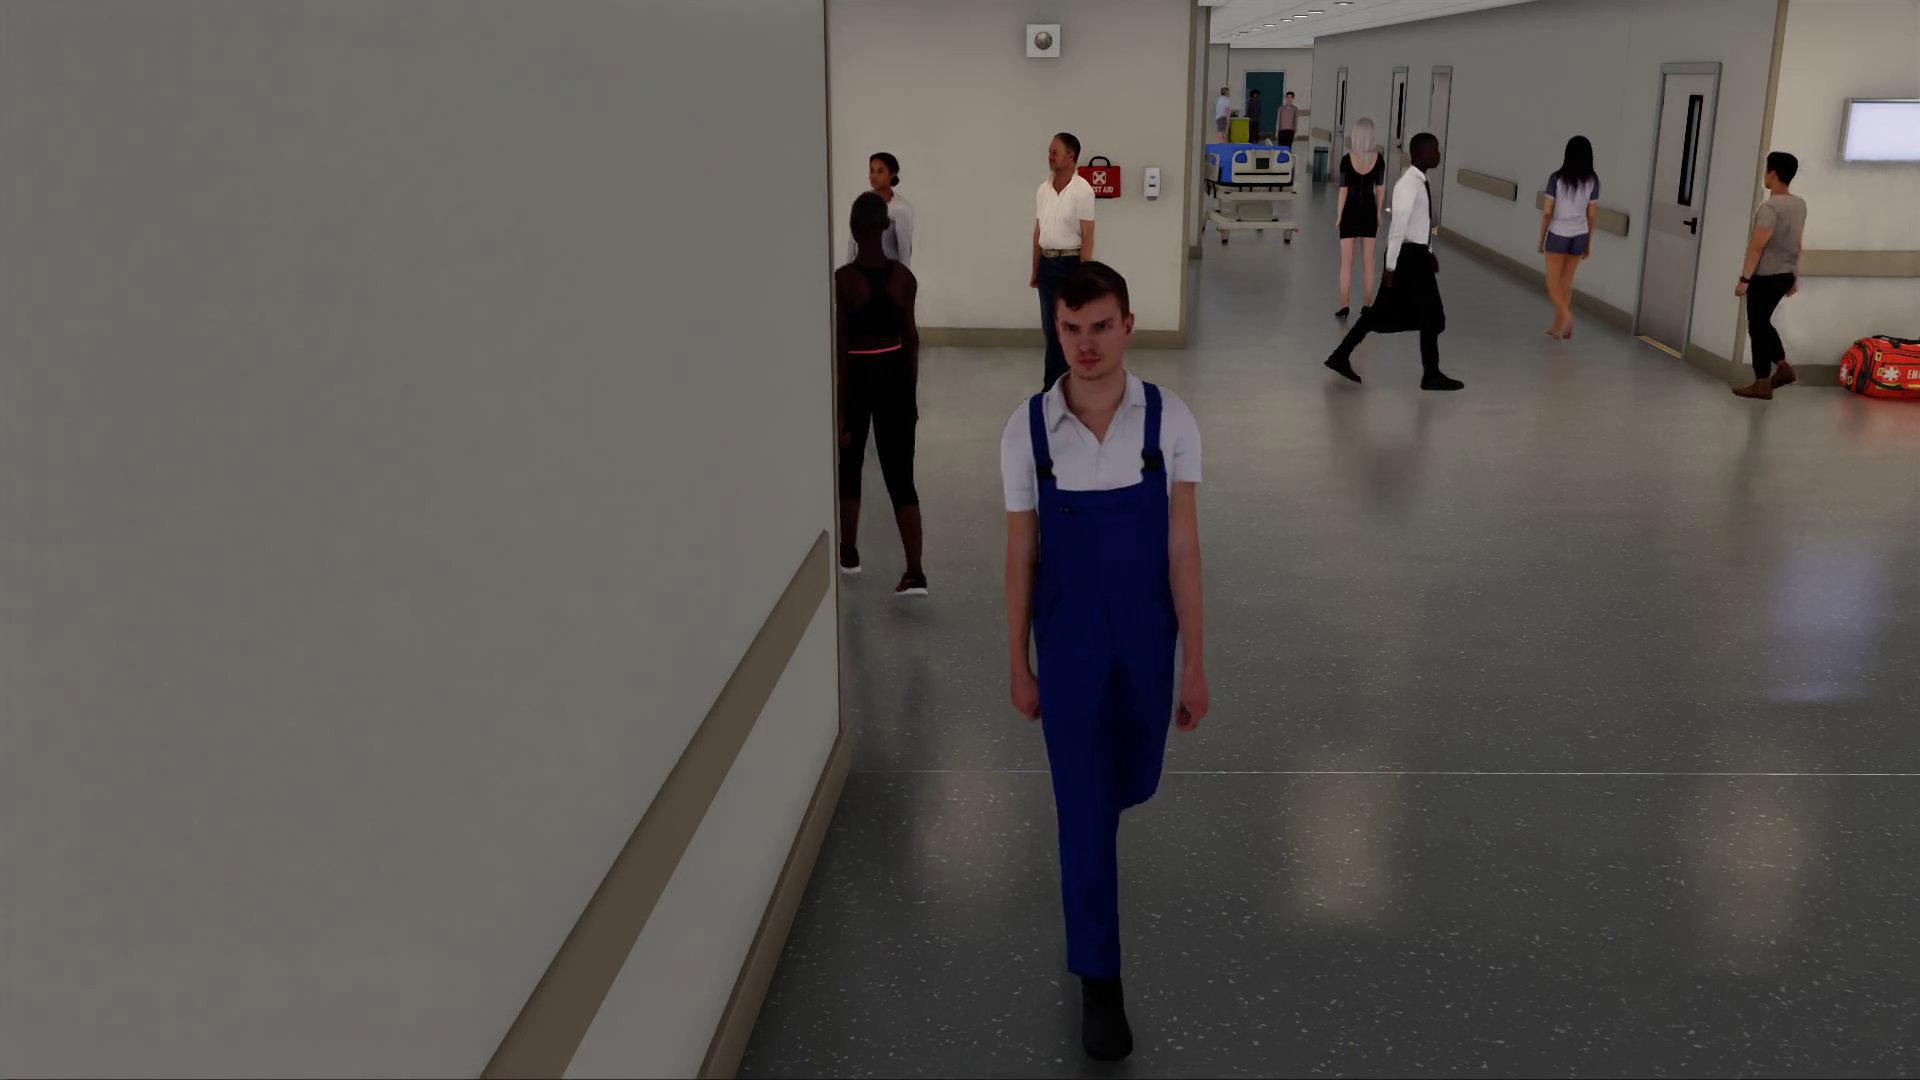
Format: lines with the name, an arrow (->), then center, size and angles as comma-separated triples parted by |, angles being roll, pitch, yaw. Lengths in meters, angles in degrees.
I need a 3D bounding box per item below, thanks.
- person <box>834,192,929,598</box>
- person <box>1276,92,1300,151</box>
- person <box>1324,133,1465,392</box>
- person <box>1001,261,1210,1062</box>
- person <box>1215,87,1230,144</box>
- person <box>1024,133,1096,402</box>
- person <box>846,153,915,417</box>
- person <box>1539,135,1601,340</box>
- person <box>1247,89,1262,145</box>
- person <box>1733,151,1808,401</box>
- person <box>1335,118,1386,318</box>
person -> -0.320, -0.558, 7.076 | 1.204, 1.713, 1.041 | -7, 17, -22
person -> 7.377, -9.185, 37.521 | 0.716, 1.798, 0.758 | 4, 16, 13
person -> 3.079, -1.955, 11.883 | 1.281, 1.794, 0.825 | 5, 16, 16
person -> 0.341, 0.242, 4.047 | 1.166, 1.818, 0.812 | -1, 16, -4
person -> 7.212, -11.695, 46.412 | 0.971, 1.804, 0.888 | -4, 16, -13
person -> 0.723, -1.836, 11.346 | 0.805, 1.856, 0.744 | -13, 20, -38
person -> -0.520, -1.728, 11.219 | 1.069, 1.716, 1.048 | 11, 19, 35
person -> 5.101, -2.487, 13.924 | 0.959, 1.709, 0.678 | 1, 16, 2
person -> 8.973, -12.904, 50.905 | 0.782, 1.694, 0.704 | 0, 16, 0
person -> 5.725, -1.820, 11.570 | 0.761, 1.704, 0.825 | -13, 20, -38
person -> 3.730, -2.957, 15.557 | 0.477, 1.729, 0.666 | -1, 16, -3
